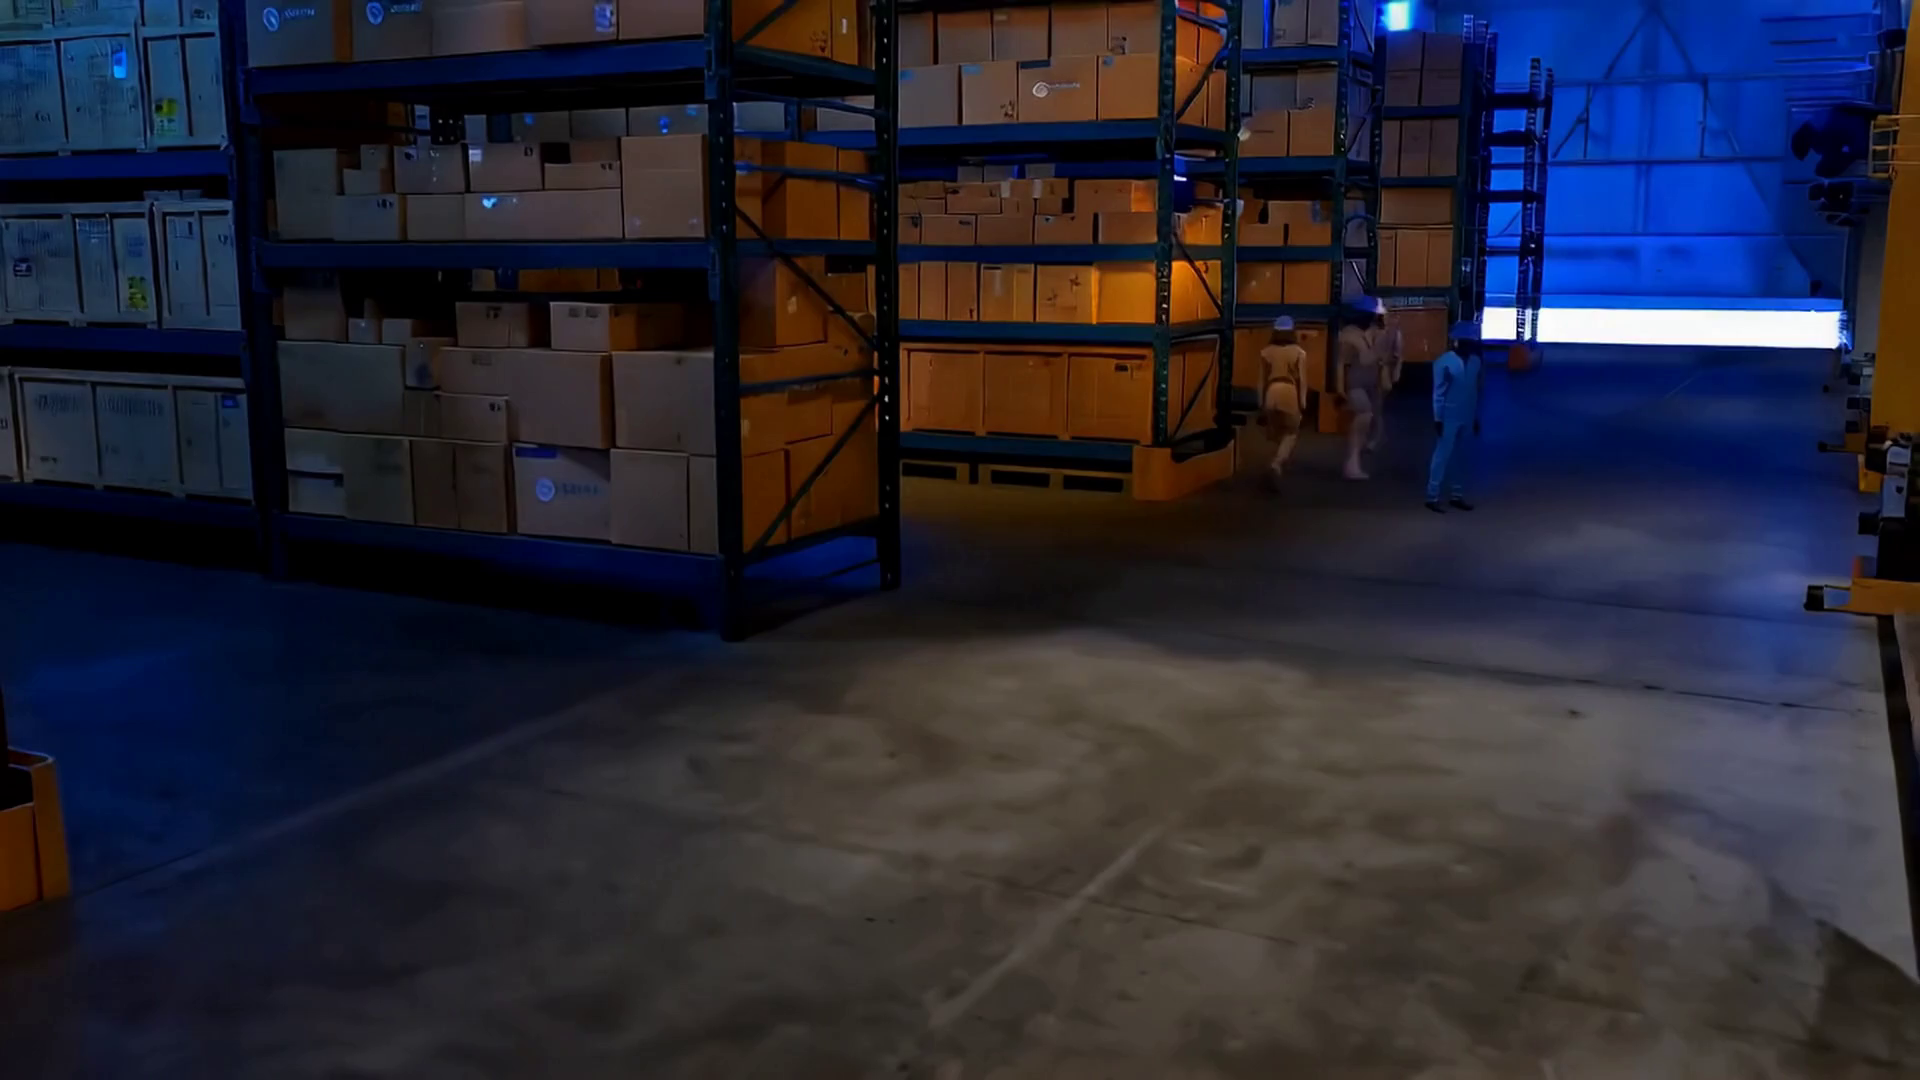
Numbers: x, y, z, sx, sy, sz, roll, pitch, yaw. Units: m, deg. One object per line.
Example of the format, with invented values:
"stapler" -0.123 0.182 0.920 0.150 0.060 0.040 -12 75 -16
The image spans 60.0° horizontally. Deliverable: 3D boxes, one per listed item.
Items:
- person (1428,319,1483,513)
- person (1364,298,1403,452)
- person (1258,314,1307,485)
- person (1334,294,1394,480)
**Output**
"person" 4.506 -1.118 15.016 0.566 1.742 0.351 -6 11 -30
"person" 4.949 -1.972 19.778 0.598 1.809 0.812 6 11 30
"person" 3.192 -1.381 16.547 0.500 1.726 0.568 5 11 28
"person" 4.177 -1.568 17.127 0.546 1.916 0.589 -7 12 -36
